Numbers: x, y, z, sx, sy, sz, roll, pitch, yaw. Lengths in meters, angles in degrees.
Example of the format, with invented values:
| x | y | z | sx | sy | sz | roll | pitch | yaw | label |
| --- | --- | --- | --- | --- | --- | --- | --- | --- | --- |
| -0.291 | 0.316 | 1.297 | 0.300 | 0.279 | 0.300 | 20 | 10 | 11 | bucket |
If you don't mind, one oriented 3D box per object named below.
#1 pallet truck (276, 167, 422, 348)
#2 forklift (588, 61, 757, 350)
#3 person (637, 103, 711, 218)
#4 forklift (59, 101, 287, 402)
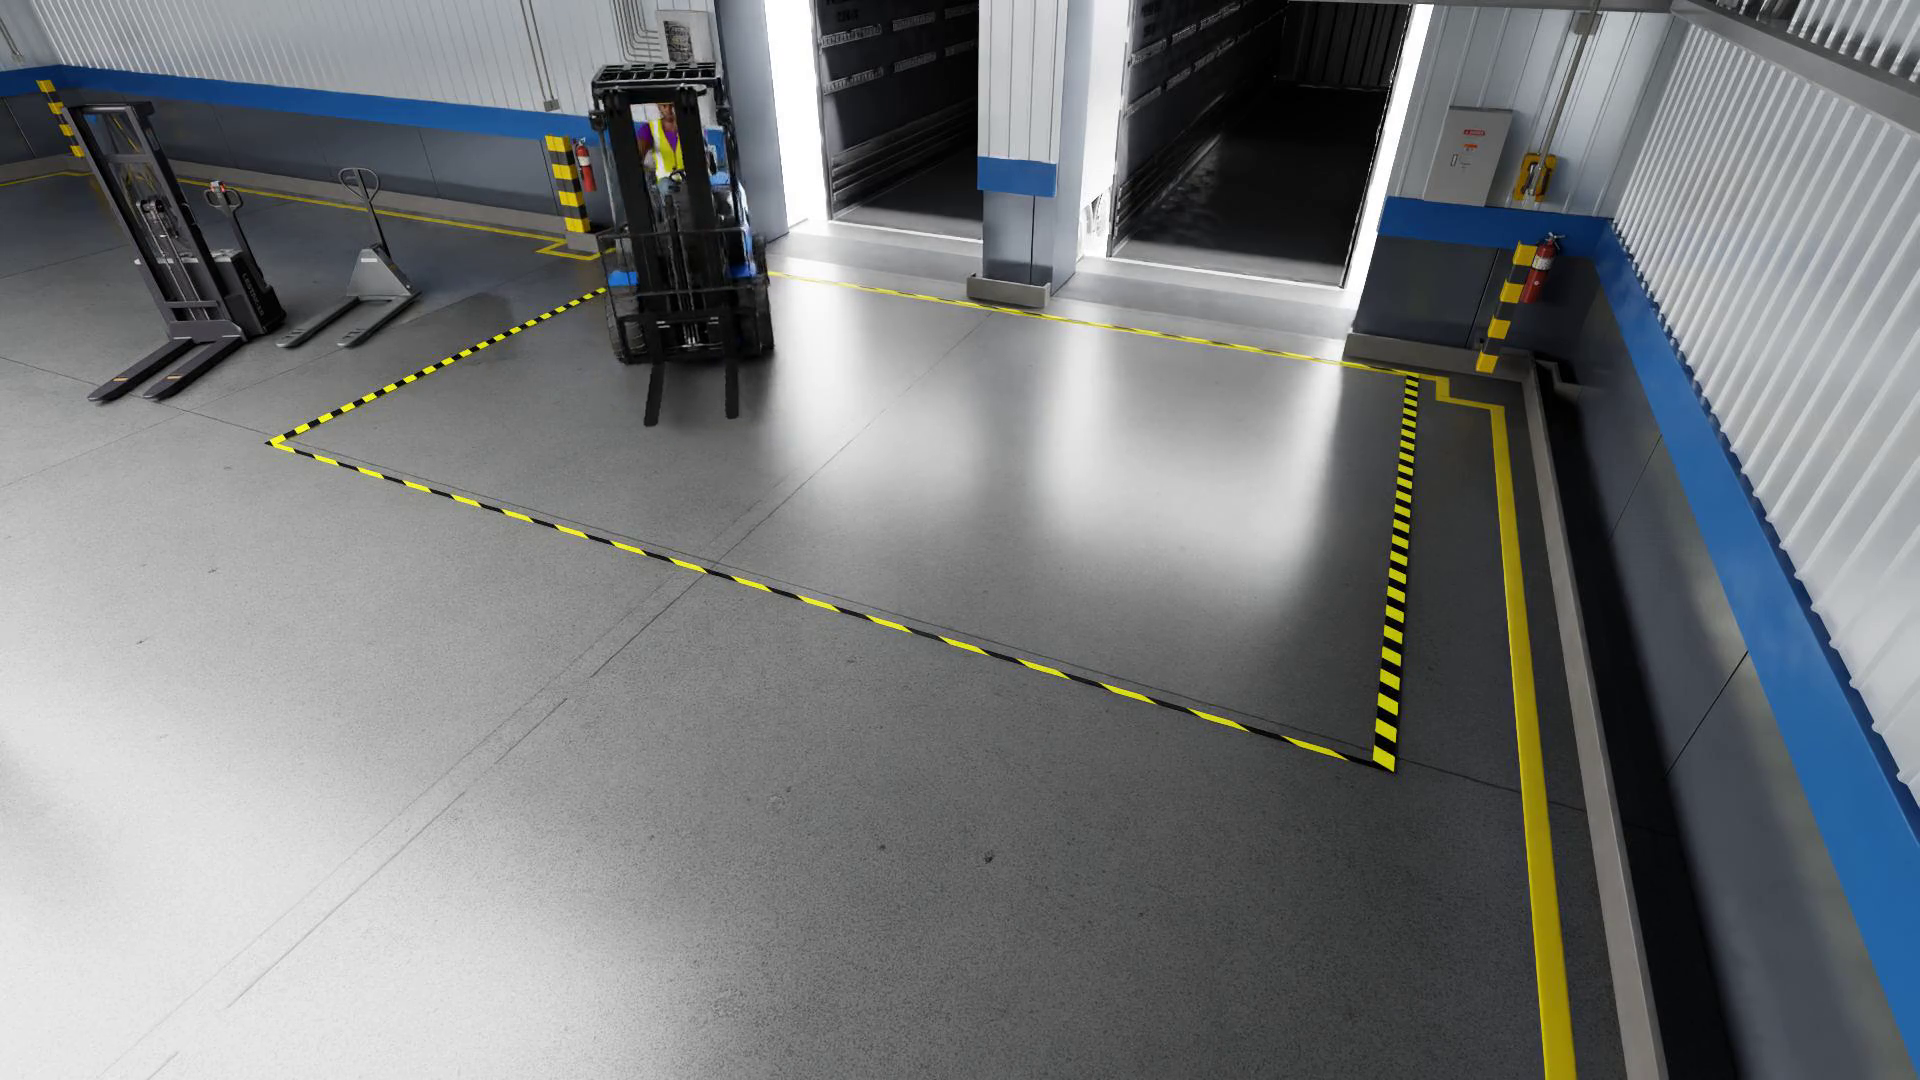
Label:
| x | y | z | sx | sy | sz | roll | pitch | yaw | label |
| --- | --- | --- | --- | --- | --- | --- | --- | --- | --- |
| -5.732 | -2.611 | 8.414 | 0.680 | 1.201 | 1.601 | -1 | 35 | -1 | pallet truck |
| -2.465 | -3.038 | 8.055 | 1.157 | 2.036 | 2.680 | -7 | 36 | -10 | forklift |
| -2.460 | -3.157 | 7.899 | 0.635 | 1.294 | 1.004 | -7 | 36 | -10 | person |
| -6.686 | -2.387 | 7.434 | 0.823 | 1.965 | 1.885 | -3 | 35 | -5 | forklift |
